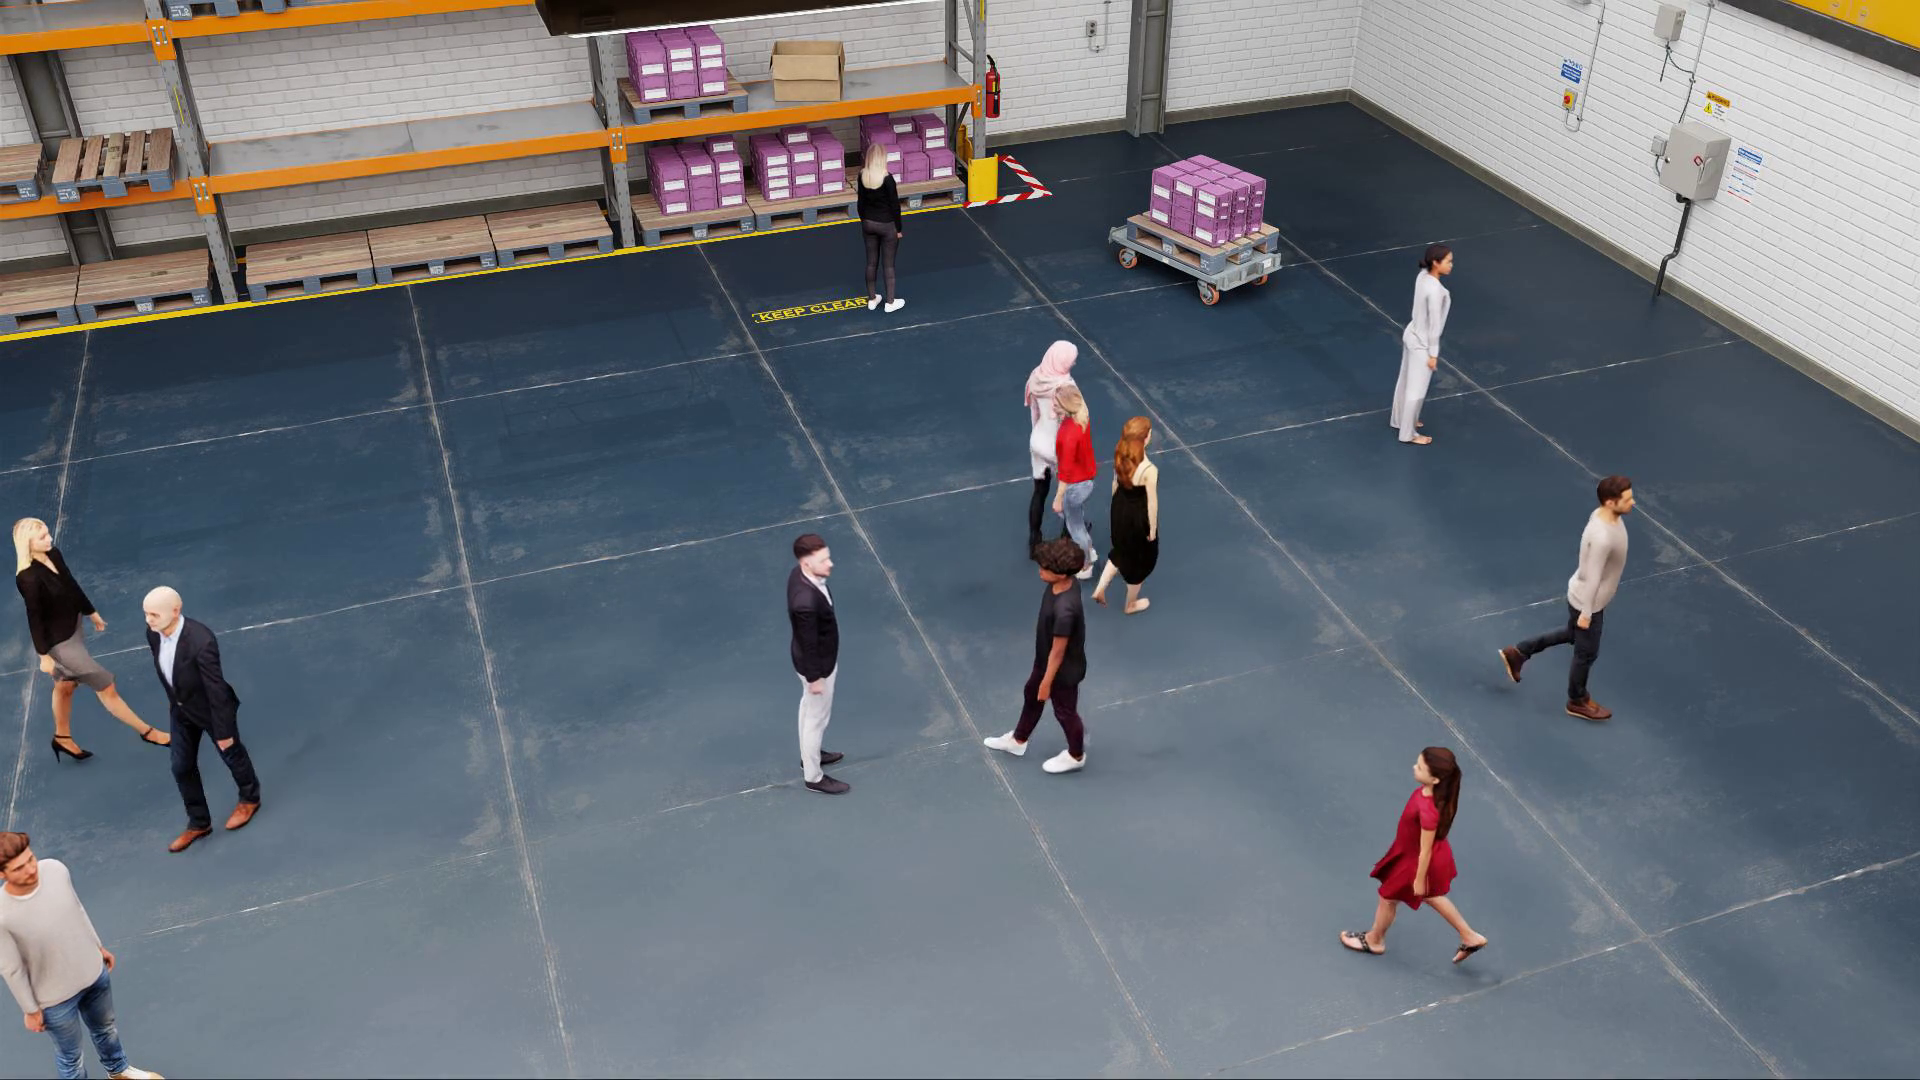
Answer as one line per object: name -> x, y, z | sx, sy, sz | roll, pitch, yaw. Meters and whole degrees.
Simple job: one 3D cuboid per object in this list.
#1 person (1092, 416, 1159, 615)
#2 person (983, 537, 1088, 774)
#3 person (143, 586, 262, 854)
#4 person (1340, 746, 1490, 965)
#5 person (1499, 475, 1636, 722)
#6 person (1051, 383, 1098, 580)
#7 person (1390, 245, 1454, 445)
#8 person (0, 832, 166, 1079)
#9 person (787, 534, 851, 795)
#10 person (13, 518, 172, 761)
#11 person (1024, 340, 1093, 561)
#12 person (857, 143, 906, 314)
person -> 1.150, -0.128, 11.799 | 0.842, 1.611, 0.717 | -23, 40, -30
person -> 0.687, 0.734, 10.367 | 0.955, 1.760, 0.789 | -2, 34, -3
person -> -4.492, 0.972, 9.985 | 0.977, 1.787, 1.030 | 12, 35, 17
person -> 2.581, 1.741, 9.061 | 1.025, 1.529, 0.965 | 14, 36, 20
person -> 4.017, 0.362, 10.846 | 1.120, 1.851, 1.055 | 14, 36, 20
person -> 0.898, -0.414, 12.164 | 0.755, 1.682, 0.740 | 12, 35, 17
person -> 3.881, -1.665, 13.998 | 0.654, 1.736, 0.691 | -1, 34, -2
person -> -4.387, 2.138, 8.126 | 0.788, 1.904, 0.756 | 10, 35, 15
person -> -0.908, 0.746, 10.277 | 0.632, 1.840, 0.703 | -3, 34, -5
person -> -5.690, 0.675, 10.416 | 1.091, 1.805, 0.763 | -5, 34, -8
person -> 0.621, -0.633, 12.405 | 0.846, 1.780, 0.976 | 29, 43, 36
person -> -0.779, -3.014, 16.073 | 0.682, 1.687, 0.737 | 16, 37, 22
